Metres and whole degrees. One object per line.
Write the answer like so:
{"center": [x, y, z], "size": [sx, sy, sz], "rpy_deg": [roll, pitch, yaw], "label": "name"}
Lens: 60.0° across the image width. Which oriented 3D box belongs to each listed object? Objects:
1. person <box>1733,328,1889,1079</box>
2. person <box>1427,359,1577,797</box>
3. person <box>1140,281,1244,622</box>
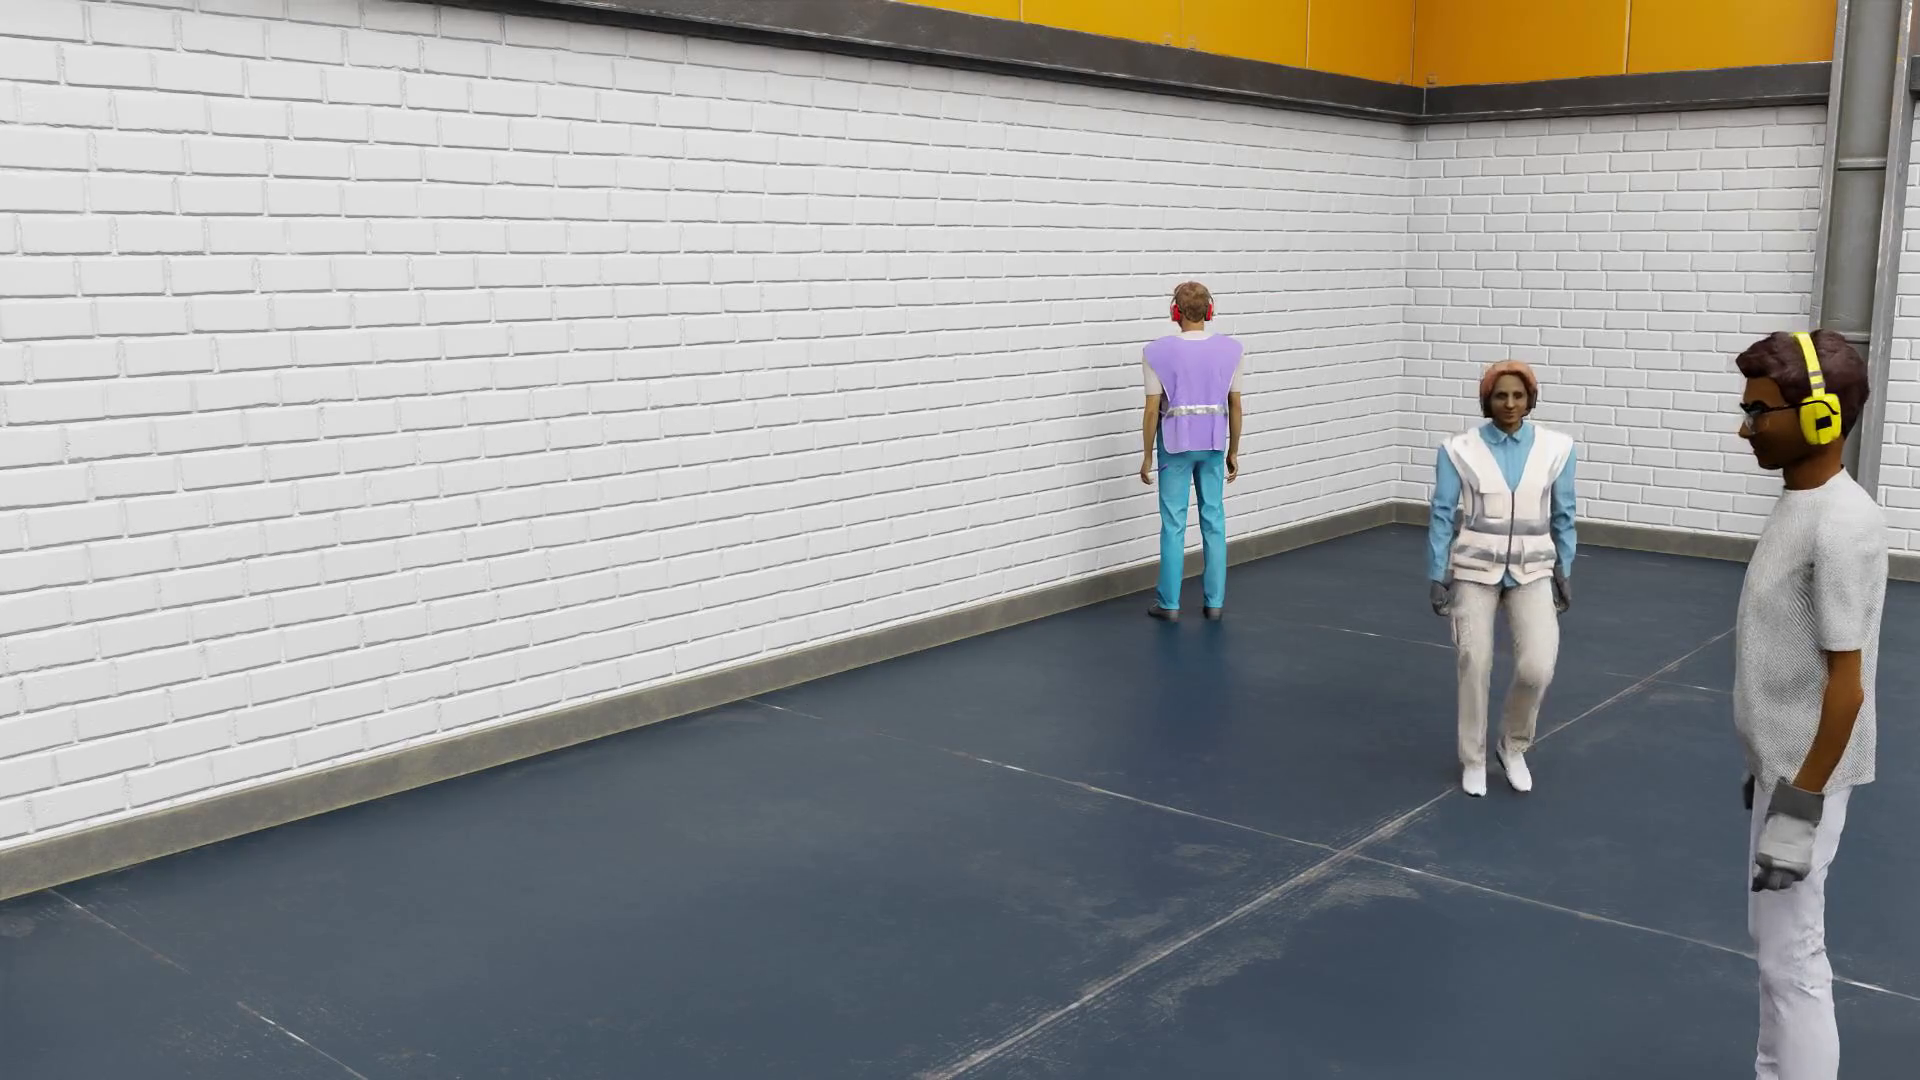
{"center": [1.704, 0.498, 3.450], "size": [0.327, 1.865, 0.518], "rpy_deg": [4, 11, 20], "label": "person"}
{"center": [1.978, 0.153, 6.091], "size": [0.537, 1.623, 0.385], "rpy_deg": [1, 10, 8], "label": "person"}
{"center": [1.250, -0.468, 8.995], "size": [0.567, 1.848, 0.389], "rpy_deg": [-2, 10, -10], "label": "person"}
